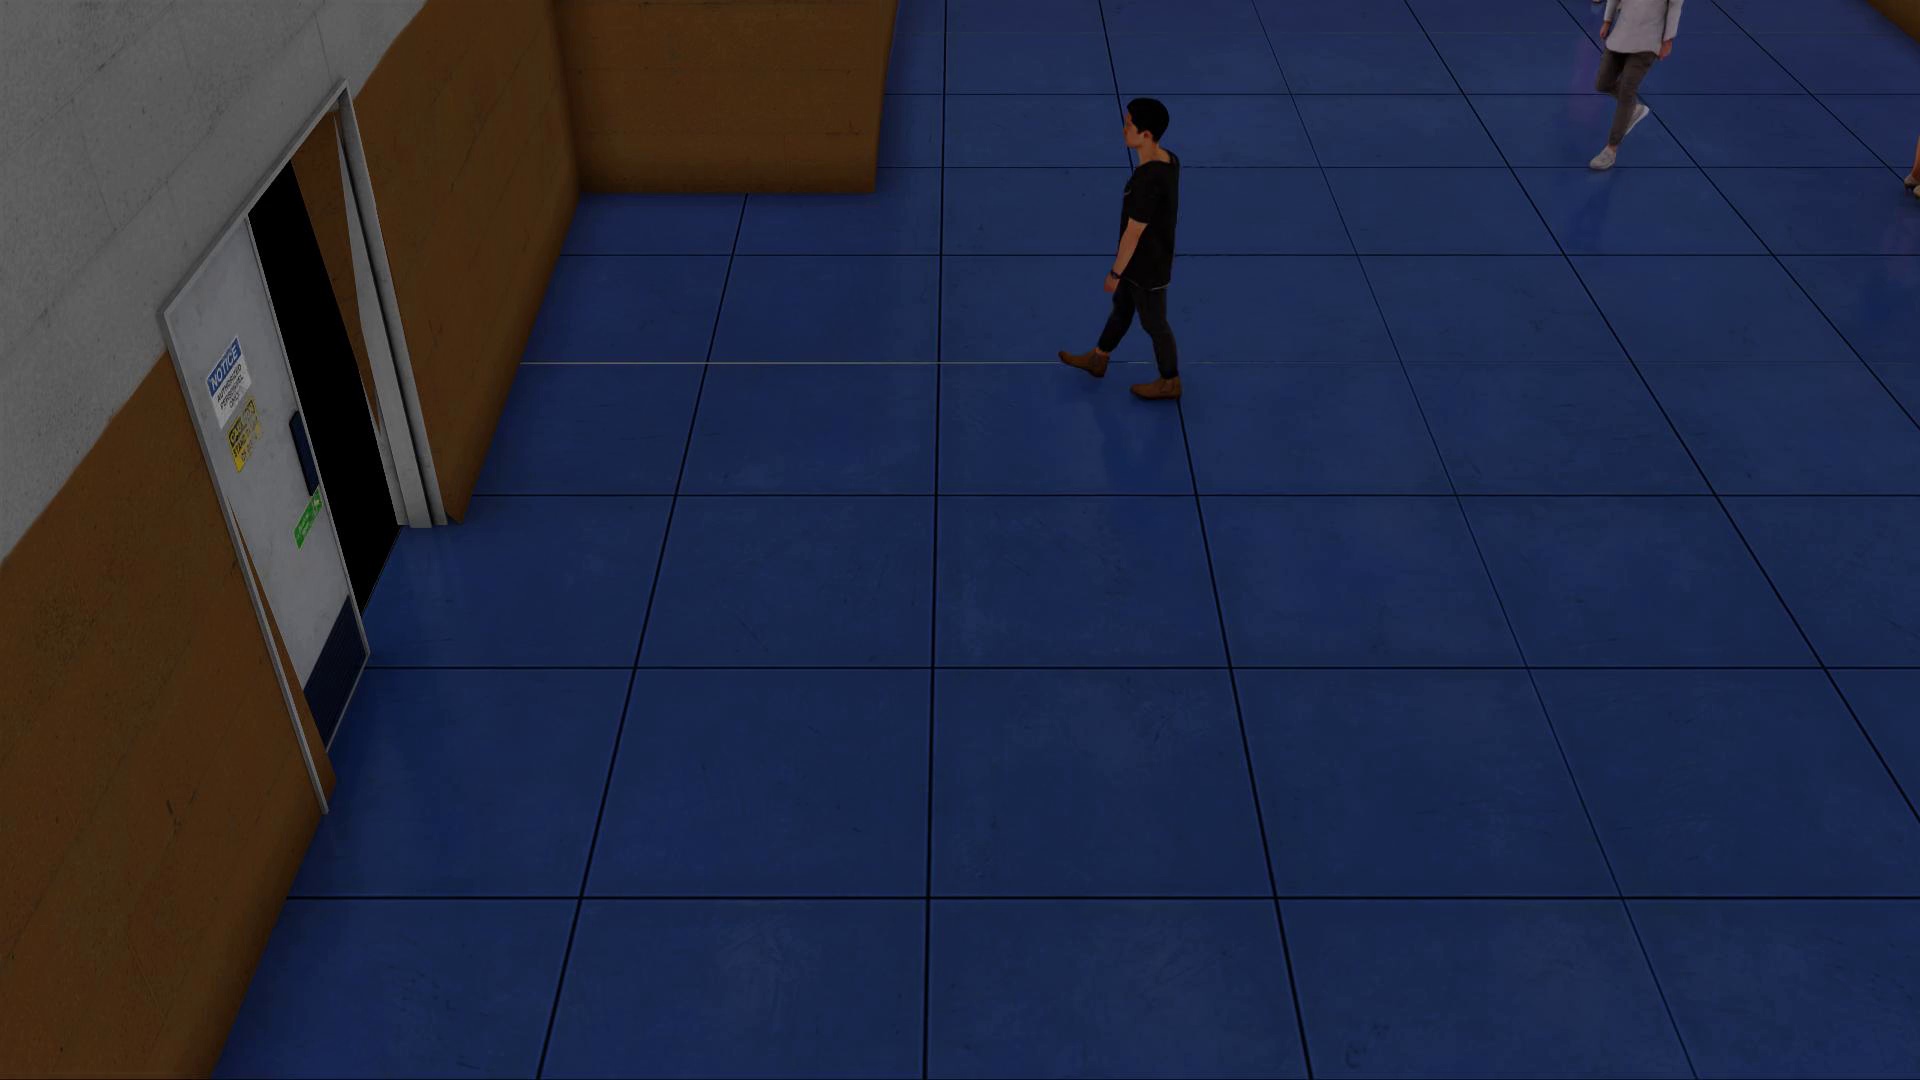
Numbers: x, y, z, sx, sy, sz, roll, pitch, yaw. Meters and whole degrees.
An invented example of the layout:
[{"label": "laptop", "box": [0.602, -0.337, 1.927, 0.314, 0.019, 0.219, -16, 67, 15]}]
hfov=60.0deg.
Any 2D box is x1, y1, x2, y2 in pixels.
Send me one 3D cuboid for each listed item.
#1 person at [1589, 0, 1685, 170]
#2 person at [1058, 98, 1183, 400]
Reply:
[{"label": "person", "box": [4.638, -3.457, 11.299, 1.092, 1.821, 0.997, -26, 44, -30]}, {"label": "person", "box": [1.064, -1.487, 8.788, 0.988, 1.685, 0.728, 6, 37, 8]}]
